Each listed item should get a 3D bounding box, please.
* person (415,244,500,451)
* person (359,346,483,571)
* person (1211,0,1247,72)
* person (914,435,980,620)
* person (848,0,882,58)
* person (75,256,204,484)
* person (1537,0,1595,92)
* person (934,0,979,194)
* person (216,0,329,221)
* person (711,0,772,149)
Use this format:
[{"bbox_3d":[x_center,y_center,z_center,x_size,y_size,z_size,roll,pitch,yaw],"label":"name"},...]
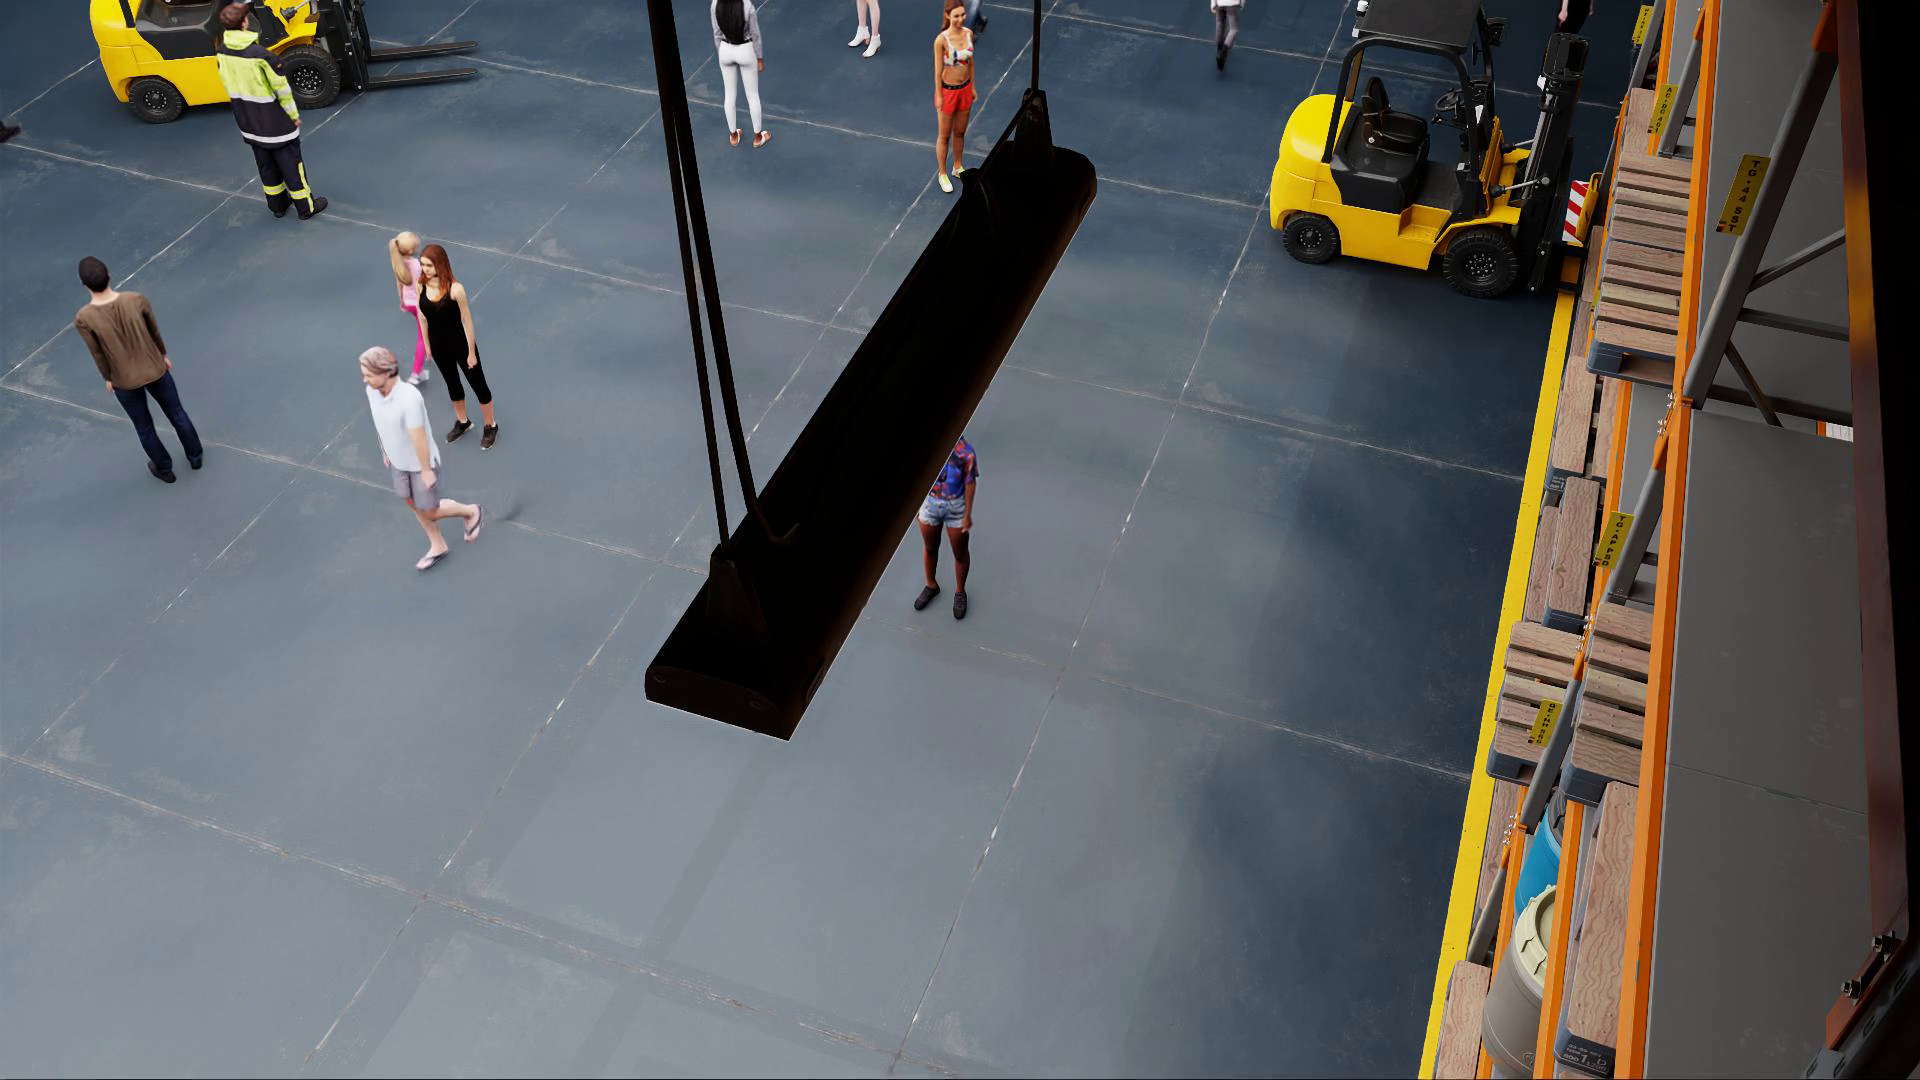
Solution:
[{"bbox_3d":[-3.722,-1.438,12.246,0.573,1.726,0.519,11,45,11],"label":"person"},{"bbox_3d":[-3.635,-0.593,11.295,0.773,1.815,0.879,24,49,23],"label":"person"},{"bbox_3d":[2.686,-5.355,16.691,0.513,1.266,0.810,16,46,16],"label":"person"},{"bbox_3d":[-0.098,-0.209,10.944,0.592,1.743,0.521,12,45,12],"label":"person"},{"bbox_3d":[-0.971,-5.785,16.736,0.698,1.827,0.670,-24,49,-23],"label":"person"},{"bbox_3d":[-5.883,-1.212,11.891,0.686,1.889,0.801,-31,51,-28],"label":"person"},{"bbox_3d":[5.996,-5.224,16.210,0.647,1.741,0.719,-21,47,-20],"label":"person"},{"bbox_3d":[-0.056,-4.000,14.889,0.663,1.792,0.744,-25,49,-24],"label":"person"},{"bbox_3d":[-6.045,-3.718,14.454,0.787,1.983,0.661,10,45,10],"label":"person"},{"bbox_3d":[-2.053,-4.468,15.428,0.625,1.725,0.577,7,44,7],"label":"person"}]
